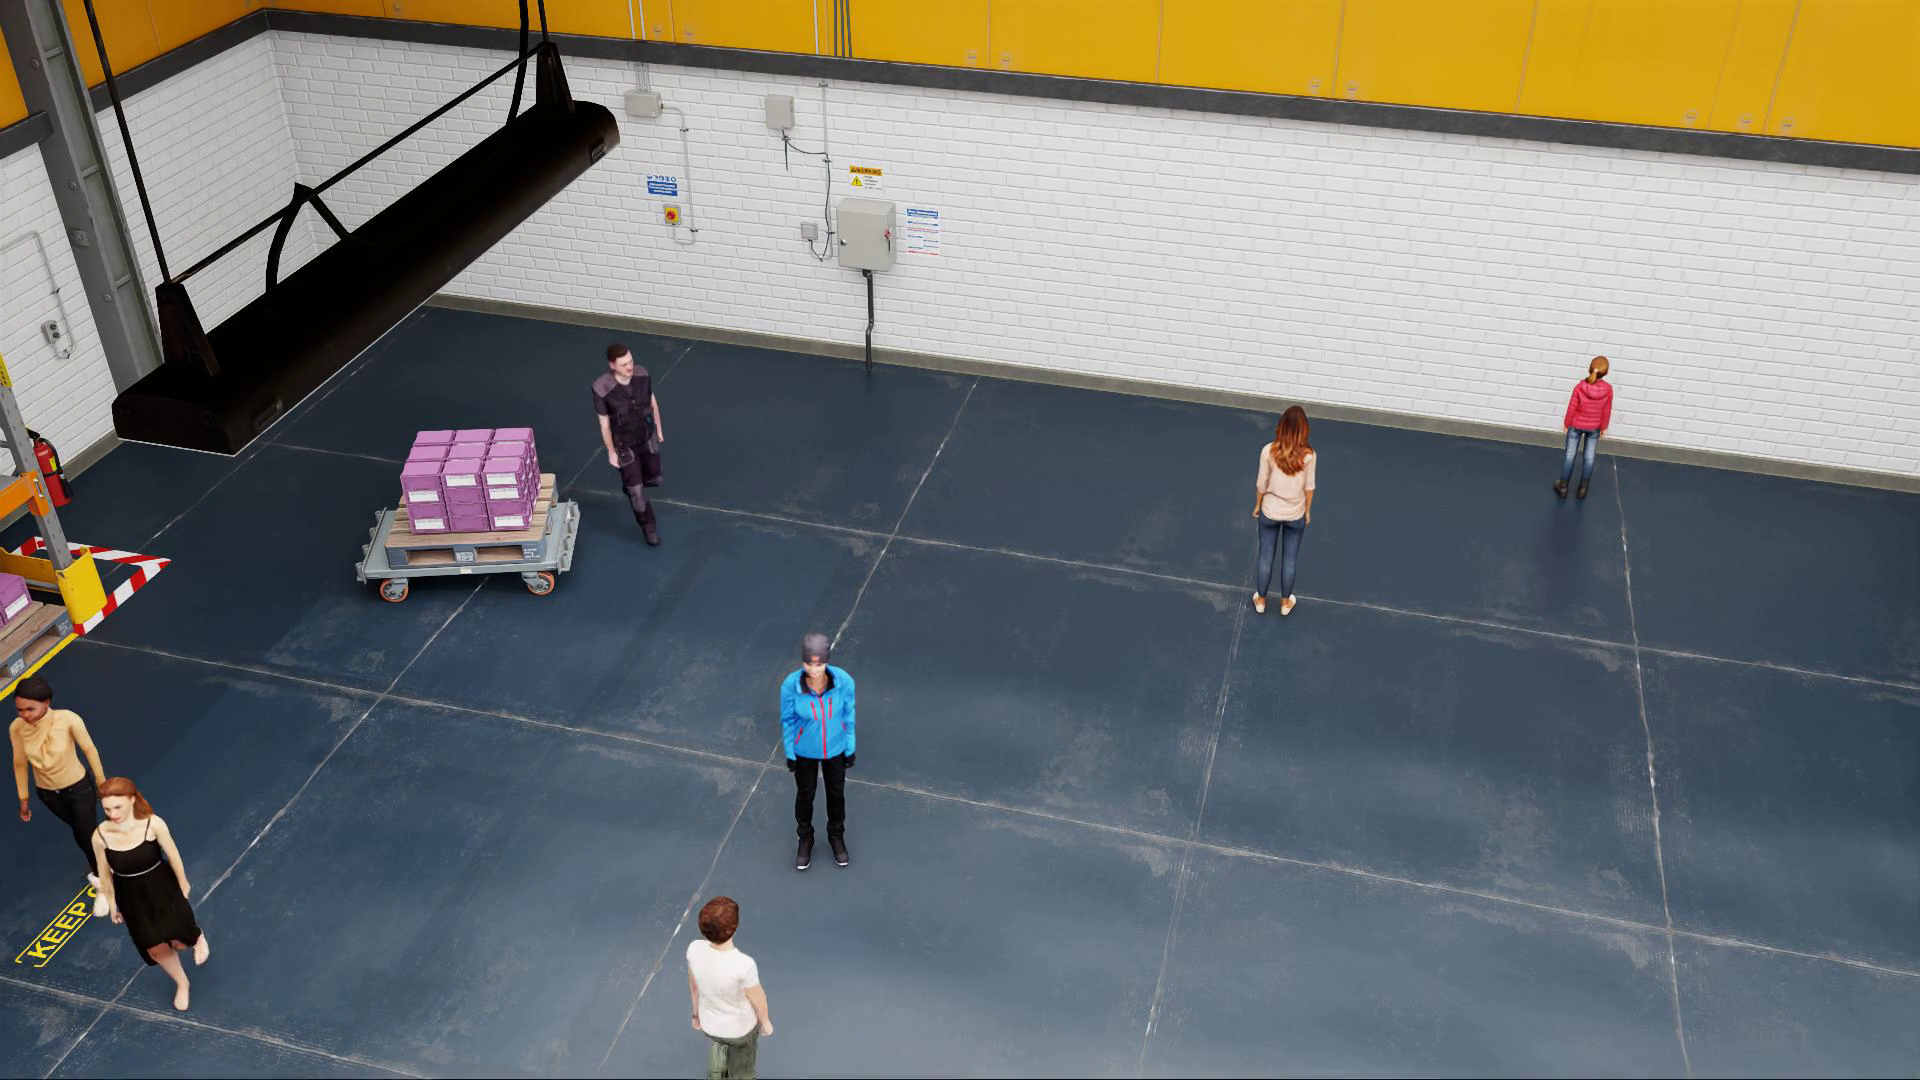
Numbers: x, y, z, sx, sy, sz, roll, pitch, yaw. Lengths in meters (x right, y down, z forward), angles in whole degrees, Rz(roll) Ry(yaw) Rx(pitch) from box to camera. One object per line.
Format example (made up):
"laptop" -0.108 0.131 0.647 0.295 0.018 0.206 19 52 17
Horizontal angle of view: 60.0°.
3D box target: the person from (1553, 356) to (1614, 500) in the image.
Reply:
"person" 5.347 -0.966 14.218 0.530 1.317 0.494 5 34 8

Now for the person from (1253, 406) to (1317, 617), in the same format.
"person" 2.456 -0.210 12.652 0.588 1.792 0.519 7 34 11

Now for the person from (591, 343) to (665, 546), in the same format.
"person" -2.722 -0.814 13.534 1.007 1.822 1.048 -26 42 -34

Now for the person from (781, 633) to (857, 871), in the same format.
"person" -0.876 1.295 10.375 0.678 1.807 0.642 -4 34 -5

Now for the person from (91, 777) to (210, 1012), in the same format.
"person" -4.634 1.971 9.536 0.753 1.610 0.853 -8 34 -12

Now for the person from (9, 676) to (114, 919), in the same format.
"person" -5.487 1.472 10.257 0.729 1.642 0.874 -1 34 -1

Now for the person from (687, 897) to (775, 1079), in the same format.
"person" -1.231 2.558 8.622 0.613 1.643 0.681 14 36 20
